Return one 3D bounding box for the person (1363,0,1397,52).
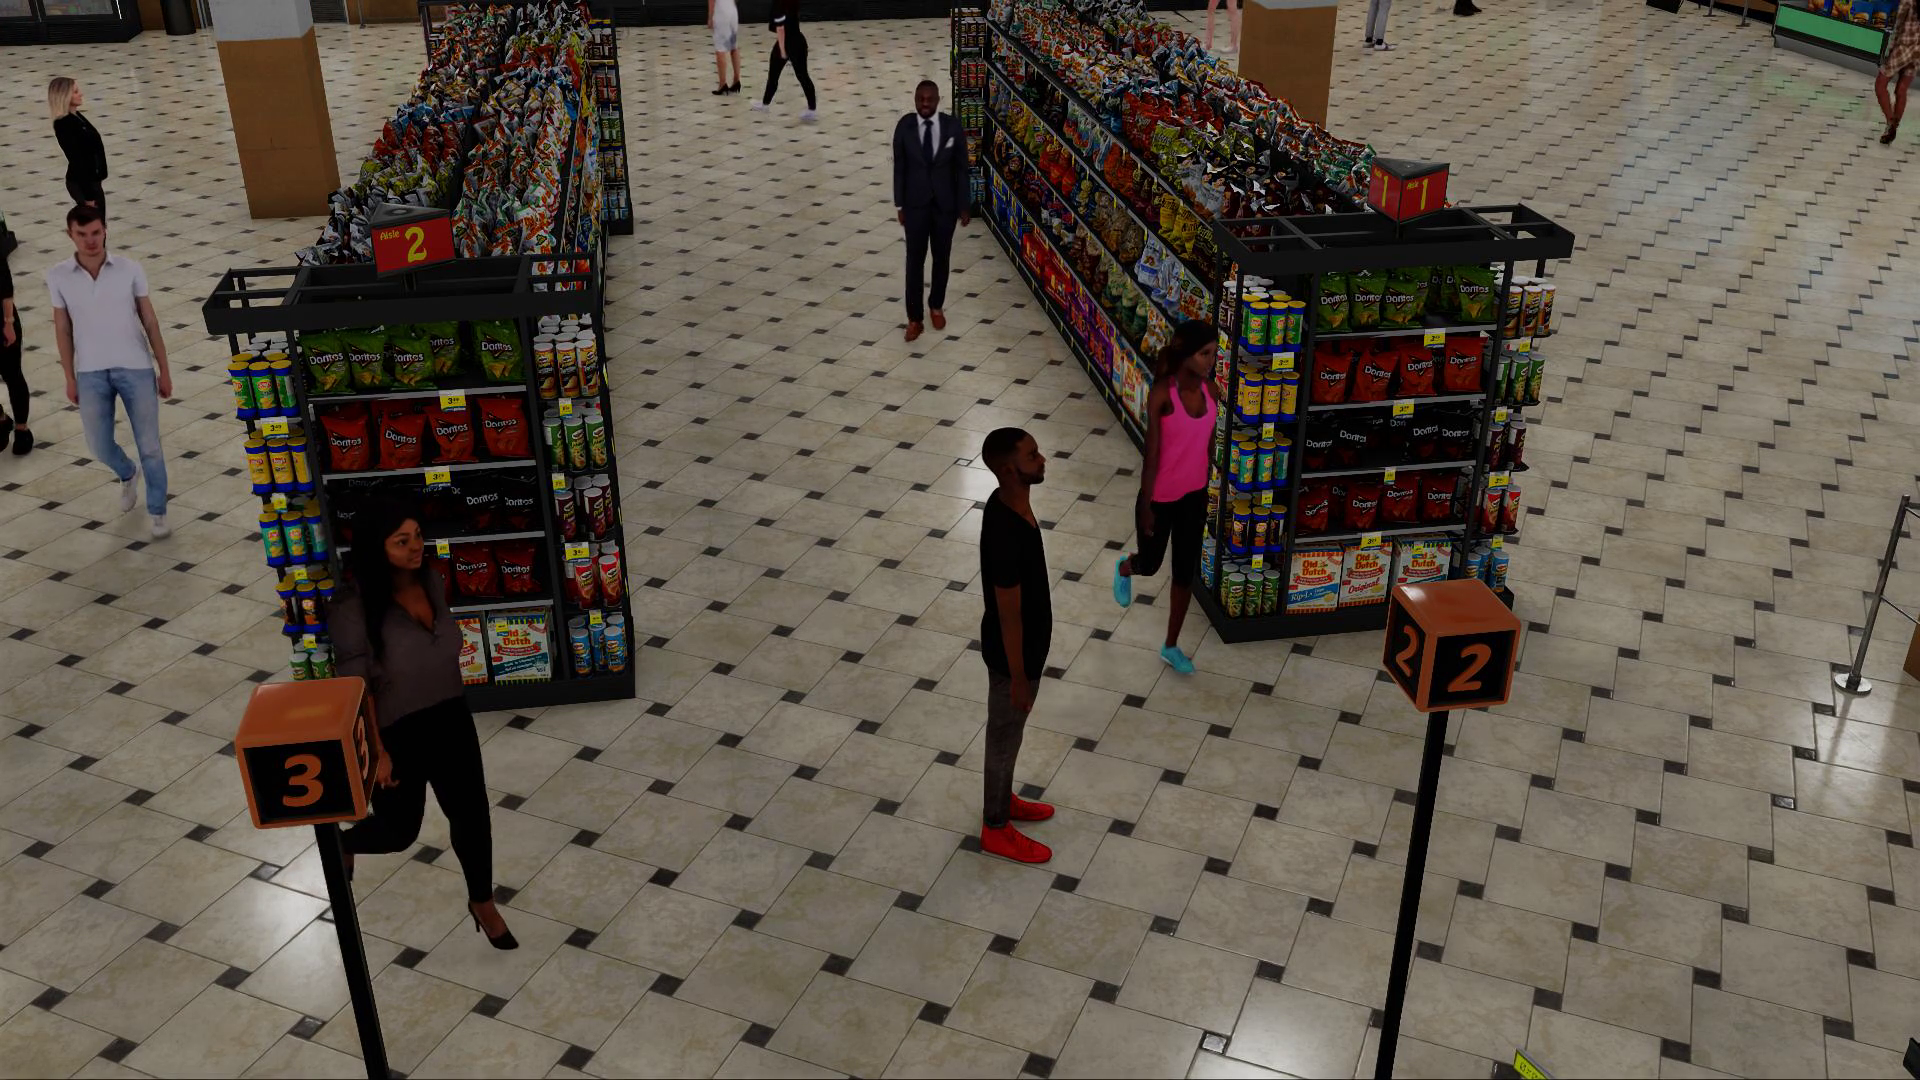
[{"bbox_3d":[5.555,-7.430,21.735,0.799,1.954,0.577,-9,28,-18],"label":"person"}]

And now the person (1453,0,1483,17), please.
[{"bbox_3d":[7.433,-8.534,24.011,0.923,1.864,0.839,4,27,8],"label":"person"}]

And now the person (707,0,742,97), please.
[{"bbox_3d":[-2.717,-6.068,19.276,0.697,1.749,0.641,18,32,31],"label":"person"}]

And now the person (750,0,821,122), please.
[{"bbox_3d":[-1.772,-5.305,17.947,1.135,1.591,1.099,16,31,29],"label":"person"}]

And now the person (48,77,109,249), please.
[{"bbox_3d":[-6.635,-2.651,12.609,0.709,1.685,0.552,-11,29,-21],"label":"person"}]

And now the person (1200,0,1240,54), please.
[{"bbox_3d":[3.545,-7.203,21.525,0.753,1.740,0.816,-11,29,-21],"label":"person"}]

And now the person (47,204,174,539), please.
[{"bbox_3d":[-4.588,-0.929,9.039,0.777,1.842,0.875,-11,29,-20],"label":"person"}]

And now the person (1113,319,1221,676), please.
[{"bbox_3d":[0.964,-0.235,7.827,0.665,1.701,1.009,-9,28,-16],"label":"person"}]

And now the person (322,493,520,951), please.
[{"bbox_3d":[-2.018,0.678,5.902,1.121,1.814,1.067,16,31,29],"label":"person"}]

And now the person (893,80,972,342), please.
[{"bbox_3d":[-0.213,-2.419,12.019,0.763,1.805,0.944,-2,27,-4],"label":"person"}]

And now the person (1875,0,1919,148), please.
[{"bbox_3d":[9.648,-4.879,16.897,0.632,1.780,0.676,-1,27,-2],"label":"person"}]

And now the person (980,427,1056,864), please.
[{"bbox_3d":[0.199,0.402,6.458,0.748,1.803,0.561,2,27,4],"label":"person"}]

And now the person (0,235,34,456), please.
[{"bbox_3d":[-5.836,-1.354,10.038,0.604,1.696,0.616,-6,27,-11],"label":"person"}]
